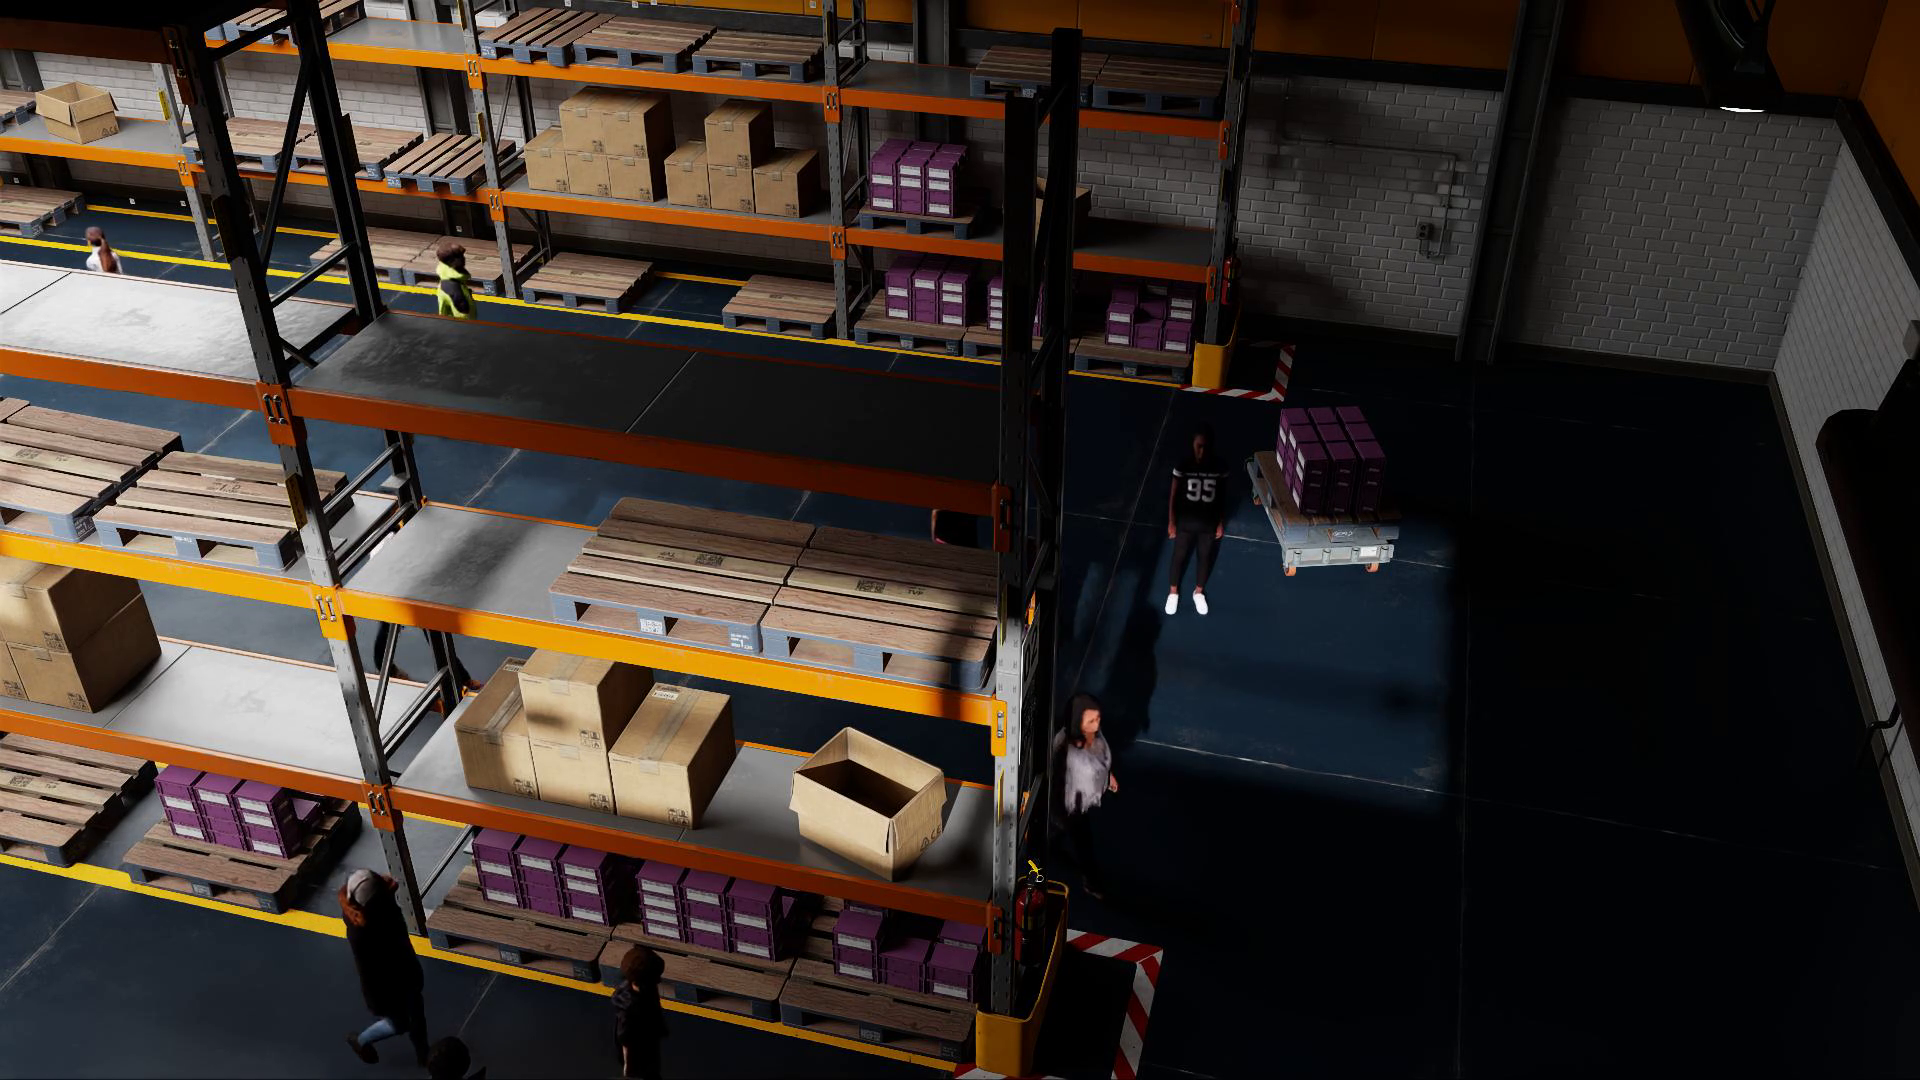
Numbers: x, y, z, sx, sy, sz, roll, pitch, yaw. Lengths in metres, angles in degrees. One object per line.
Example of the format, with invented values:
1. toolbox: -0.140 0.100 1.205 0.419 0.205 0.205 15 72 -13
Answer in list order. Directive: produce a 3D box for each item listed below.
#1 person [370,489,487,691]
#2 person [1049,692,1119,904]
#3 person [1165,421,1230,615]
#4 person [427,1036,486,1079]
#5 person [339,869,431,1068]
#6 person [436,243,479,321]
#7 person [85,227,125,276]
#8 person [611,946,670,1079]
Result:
1. person: -4.347 0.394 12.701 1.273 1.801 0.769 12 35 17
2. person: 0.730 1.614 11.064 1.013 1.581 0.810 21 39 28
3. person: 1.938 -0.167 13.610 0.571 1.729 0.728 0 34 0
4. person: -2.545 3.202 8.603 0.592 1.661 0.662 25 41 32
5. person: -3.372 2.517 9.668 0.846 1.622 0.649 6 34 9
6. person: -4.904 -1.899 16.032 1.308 1.933 1.141 -8 34 -12
7. person: -8.761 -2.493 17.287 1.041 1.533 0.721 20 38 27
8. person: -1.857 2.824 9.372 0.701 1.440 0.588 3 34 5
